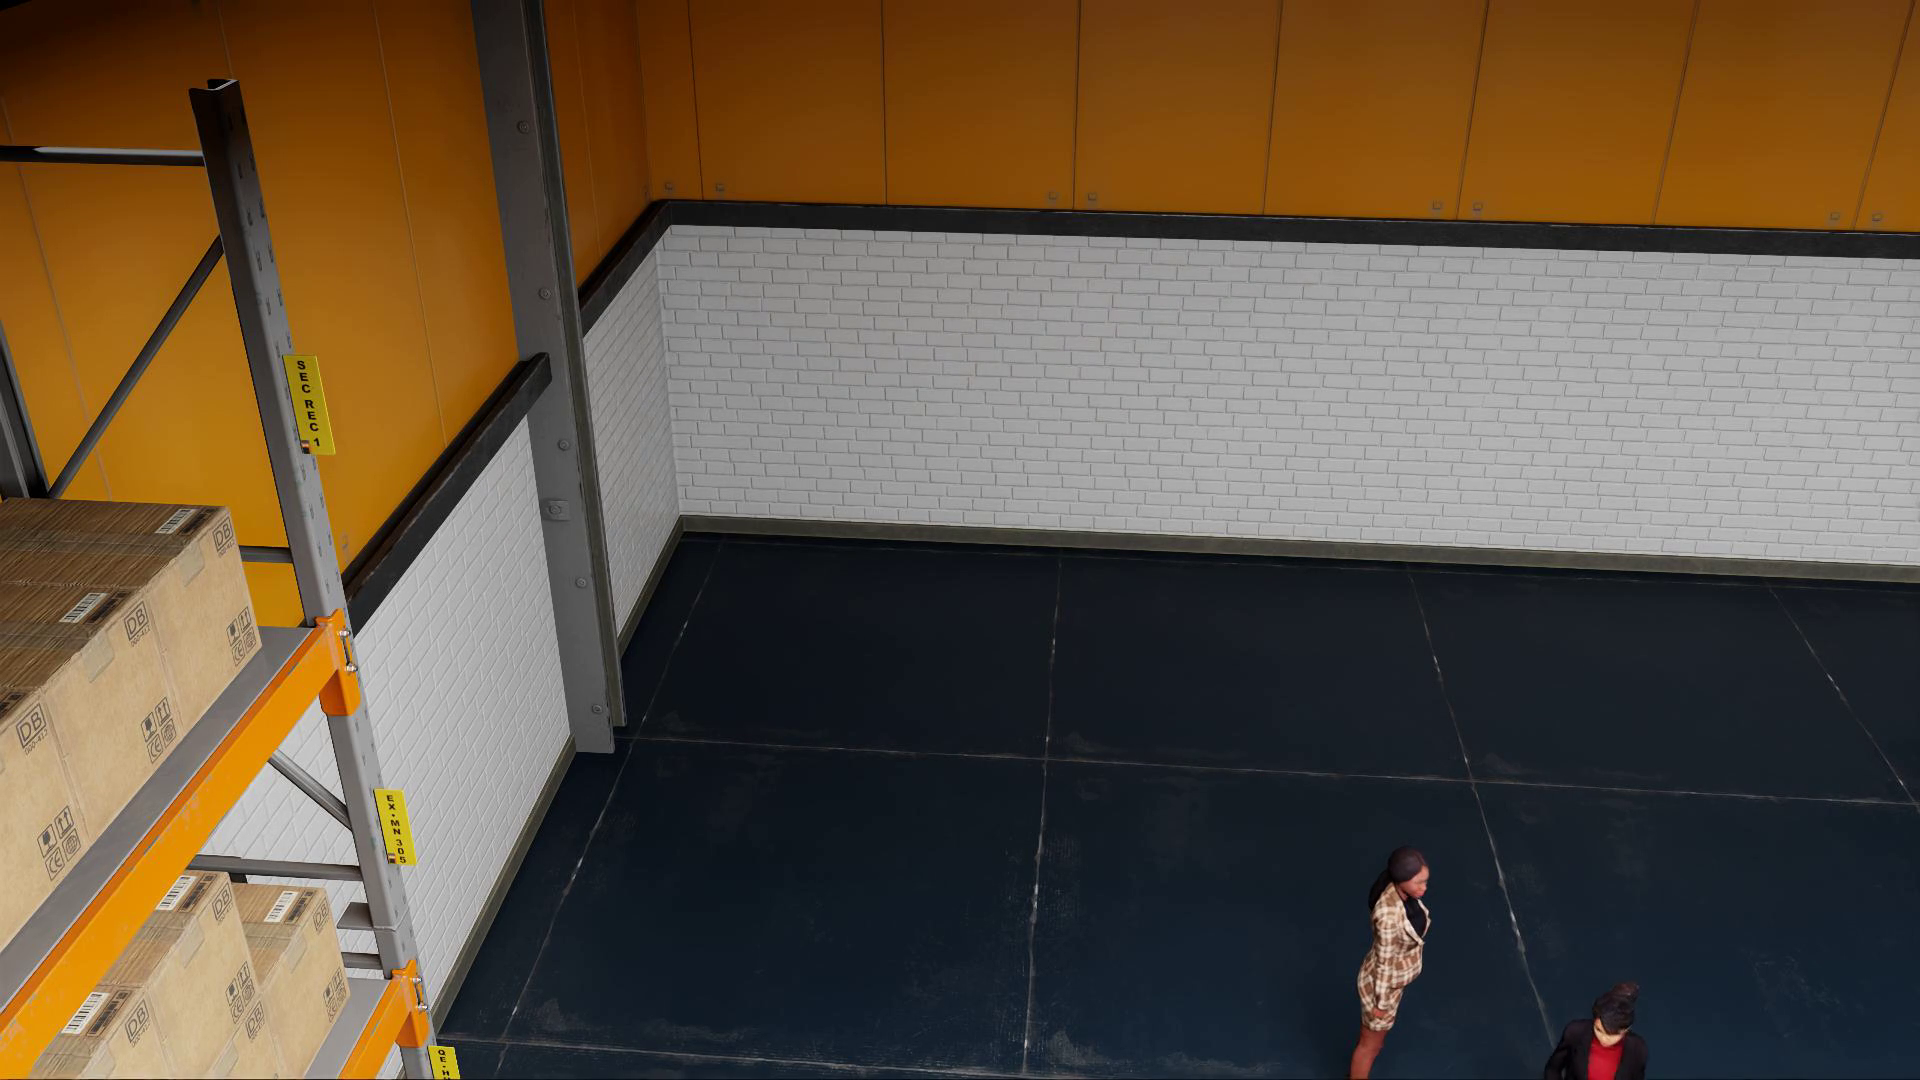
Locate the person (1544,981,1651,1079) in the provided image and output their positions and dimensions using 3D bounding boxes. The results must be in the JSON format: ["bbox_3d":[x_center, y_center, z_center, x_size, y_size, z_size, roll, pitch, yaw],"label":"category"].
[{"bbox_3d":[3.003,2.768,8.042,0.667,1.612,0.681,6,29,11],"label":"person"}]

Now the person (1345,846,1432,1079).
[{"bbox_3d":[2.212,2.321,8.674,0.718,1.792,0.600,13,31,23],"label":"person"}]
